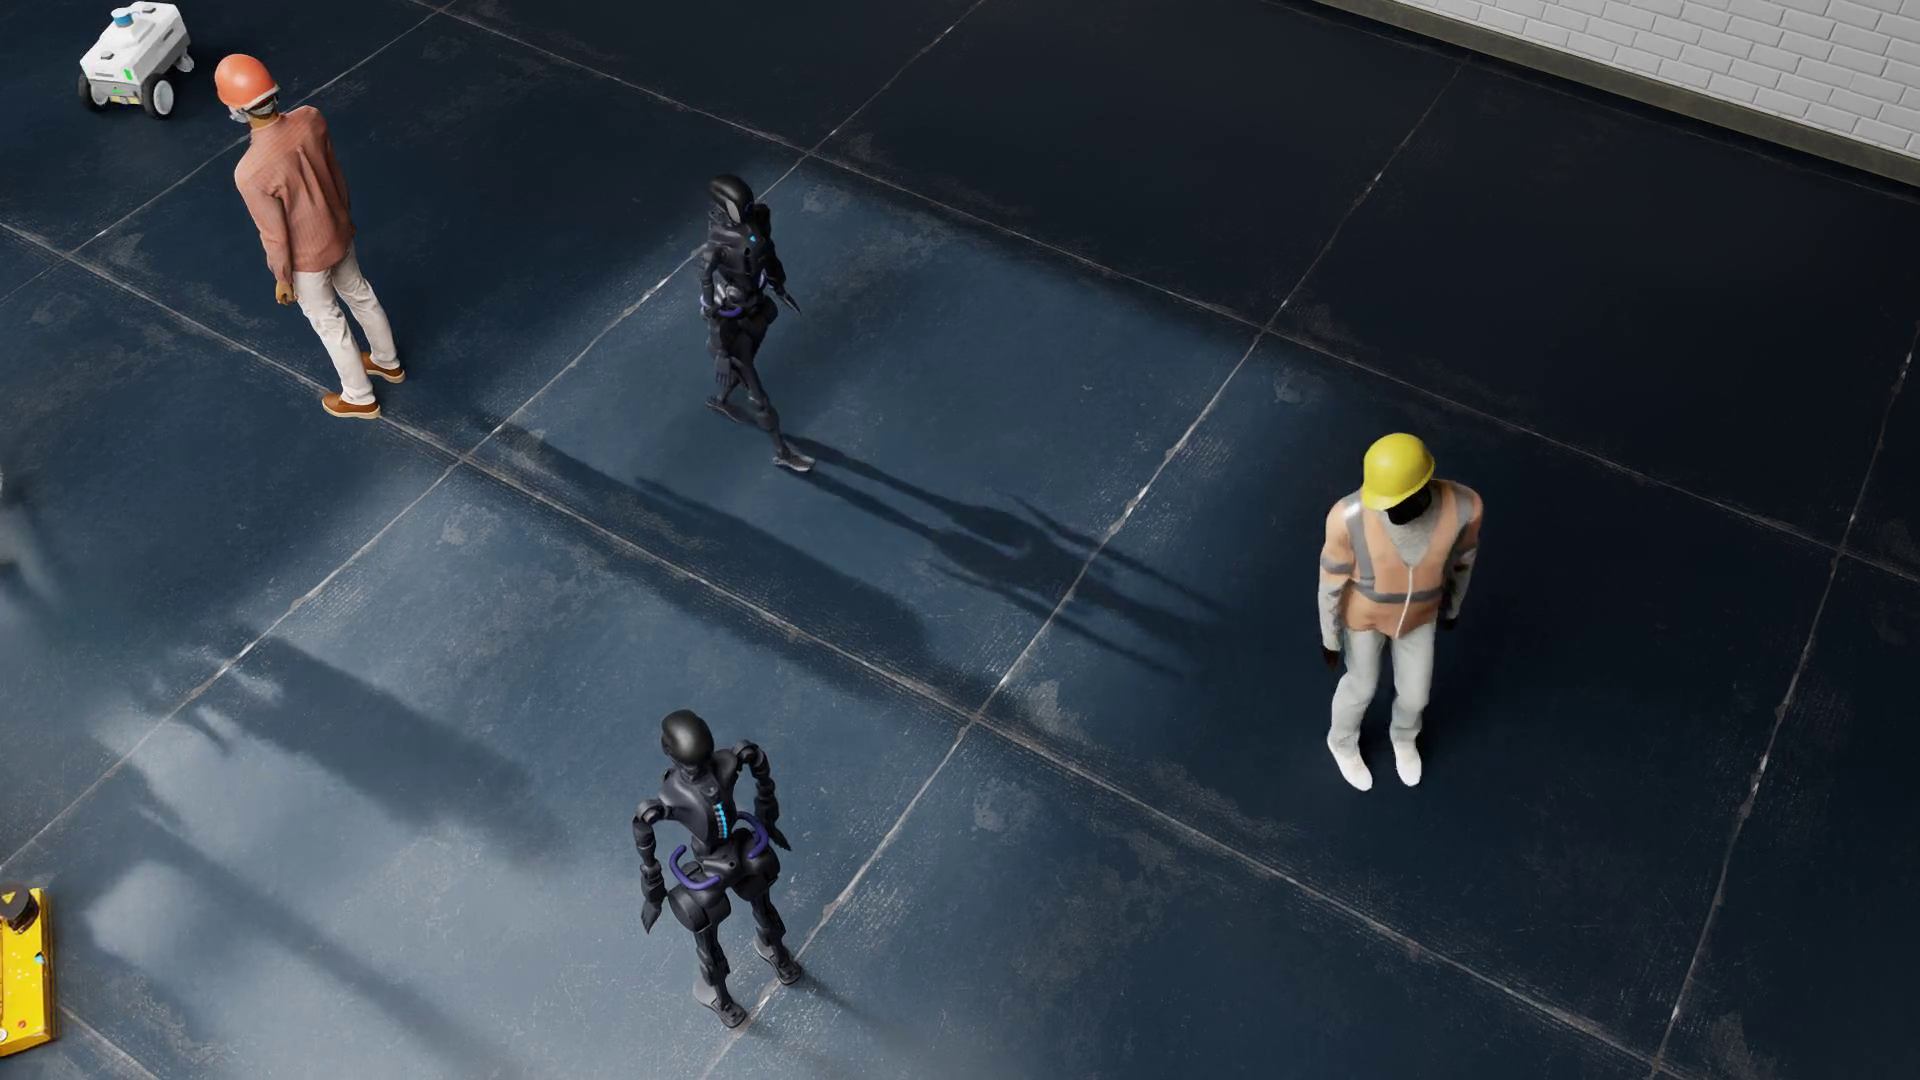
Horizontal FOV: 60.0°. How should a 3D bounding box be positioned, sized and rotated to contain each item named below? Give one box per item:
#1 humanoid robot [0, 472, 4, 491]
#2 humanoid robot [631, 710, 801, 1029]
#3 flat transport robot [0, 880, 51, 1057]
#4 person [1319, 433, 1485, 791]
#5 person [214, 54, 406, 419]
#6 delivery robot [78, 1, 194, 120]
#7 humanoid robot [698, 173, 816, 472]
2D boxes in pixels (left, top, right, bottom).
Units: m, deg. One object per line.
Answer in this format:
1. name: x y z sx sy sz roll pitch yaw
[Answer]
1. humanoid robot: -4.592 -0.541 7.325 0.553 1.735 1.048 -19 52 -16
2. humanoid robot: -0.858 1.158 5.866 0.593 1.650 0.335 -32 56 -25
3. flat transport robot: -4.207 1.803 6.239 1.431 0.231 0.659 -17 51 -14
4. person: 1.686 0.323 6.458 0.641 1.883 0.501 -4 49 -3
5. person: -3.093 -1.413 7.907 0.390 1.989 0.621 14 50 12
6. delivery robot: -5.073 -2.949 10.216 0.524 0.614 0.785 8 49 7
7. humanoid robot: -0.995 -1.055 7.831 0.765 1.628 0.600 23 53 19
